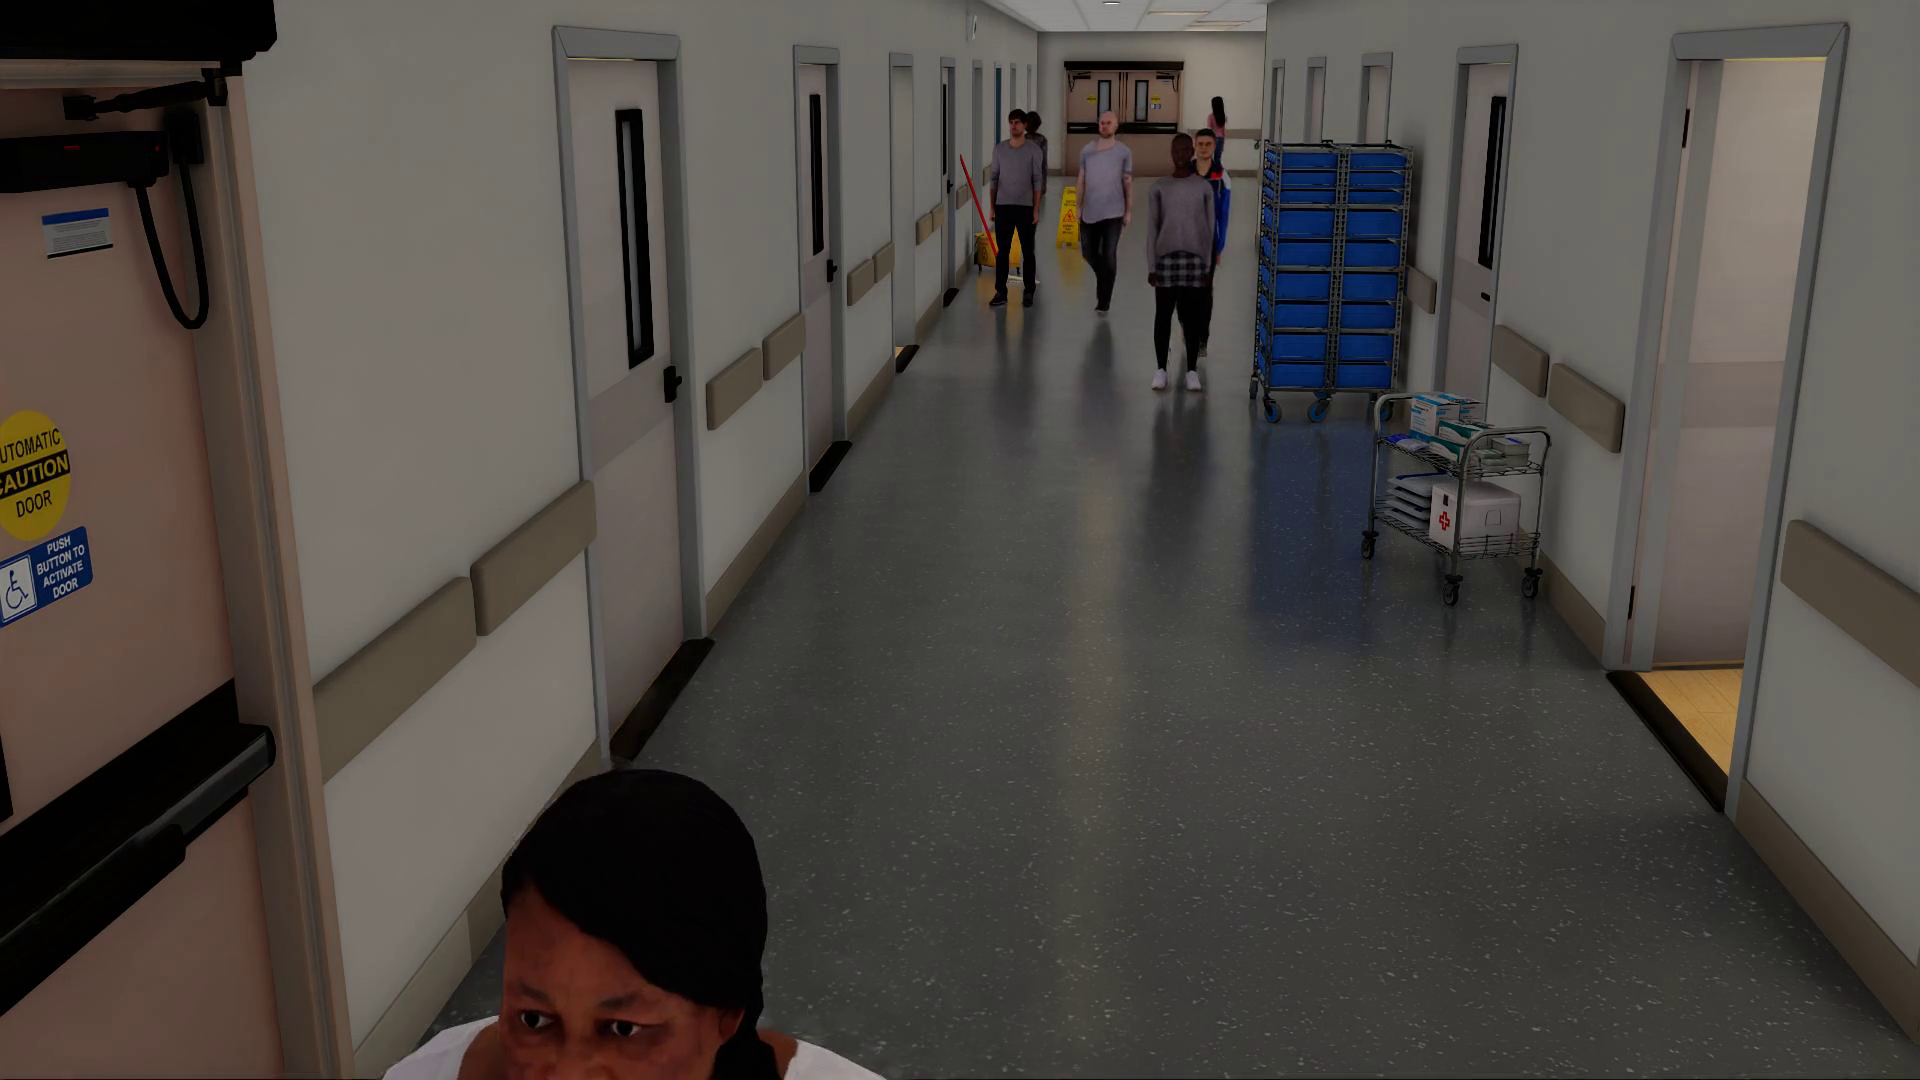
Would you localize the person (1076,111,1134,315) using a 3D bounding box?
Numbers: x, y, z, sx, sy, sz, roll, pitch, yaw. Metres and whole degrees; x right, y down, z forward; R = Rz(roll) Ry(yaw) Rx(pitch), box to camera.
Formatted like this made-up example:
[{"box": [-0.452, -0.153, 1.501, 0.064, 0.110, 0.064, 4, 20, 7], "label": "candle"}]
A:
[{"box": [1.351, -3.039, 15.469, 0.860, 1.814, 1.139, 5, 17, 18], "label": "person"}]

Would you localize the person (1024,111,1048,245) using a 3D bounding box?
[{"box": [0.879, -4.377, 20.420, 0.650, 1.704, 0.835, -1, 16, -4], "label": "person"}]

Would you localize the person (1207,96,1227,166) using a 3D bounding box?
[{"box": [4.794, -7.353, 30.914, 0.717, 1.737, 0.751, -8, 18, -27], "label": "person"}]

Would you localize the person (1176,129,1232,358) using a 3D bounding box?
[{"box": [1.856, -2.327, 13.111, 0.674, 1.723, 1.154, 2, 16, 8], "label": "person"}]

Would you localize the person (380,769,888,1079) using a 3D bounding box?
[{"box": [-0.266, 0.973, 1.535, 0.722, 1.653, 1.058, 3, 16, 11], "label": "person"}]

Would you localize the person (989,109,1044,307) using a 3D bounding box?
[{"box": [0.535, -3.176, 15.902, 0.699, 1.844, 0.606, 4, 16, 15], "label": "person"}]

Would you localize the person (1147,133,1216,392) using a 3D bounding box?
[{"box": [1.539, -1.943, 11.661, 0.610, 1.772, 0.511, 1, 16, 5], "label": "person"}]
